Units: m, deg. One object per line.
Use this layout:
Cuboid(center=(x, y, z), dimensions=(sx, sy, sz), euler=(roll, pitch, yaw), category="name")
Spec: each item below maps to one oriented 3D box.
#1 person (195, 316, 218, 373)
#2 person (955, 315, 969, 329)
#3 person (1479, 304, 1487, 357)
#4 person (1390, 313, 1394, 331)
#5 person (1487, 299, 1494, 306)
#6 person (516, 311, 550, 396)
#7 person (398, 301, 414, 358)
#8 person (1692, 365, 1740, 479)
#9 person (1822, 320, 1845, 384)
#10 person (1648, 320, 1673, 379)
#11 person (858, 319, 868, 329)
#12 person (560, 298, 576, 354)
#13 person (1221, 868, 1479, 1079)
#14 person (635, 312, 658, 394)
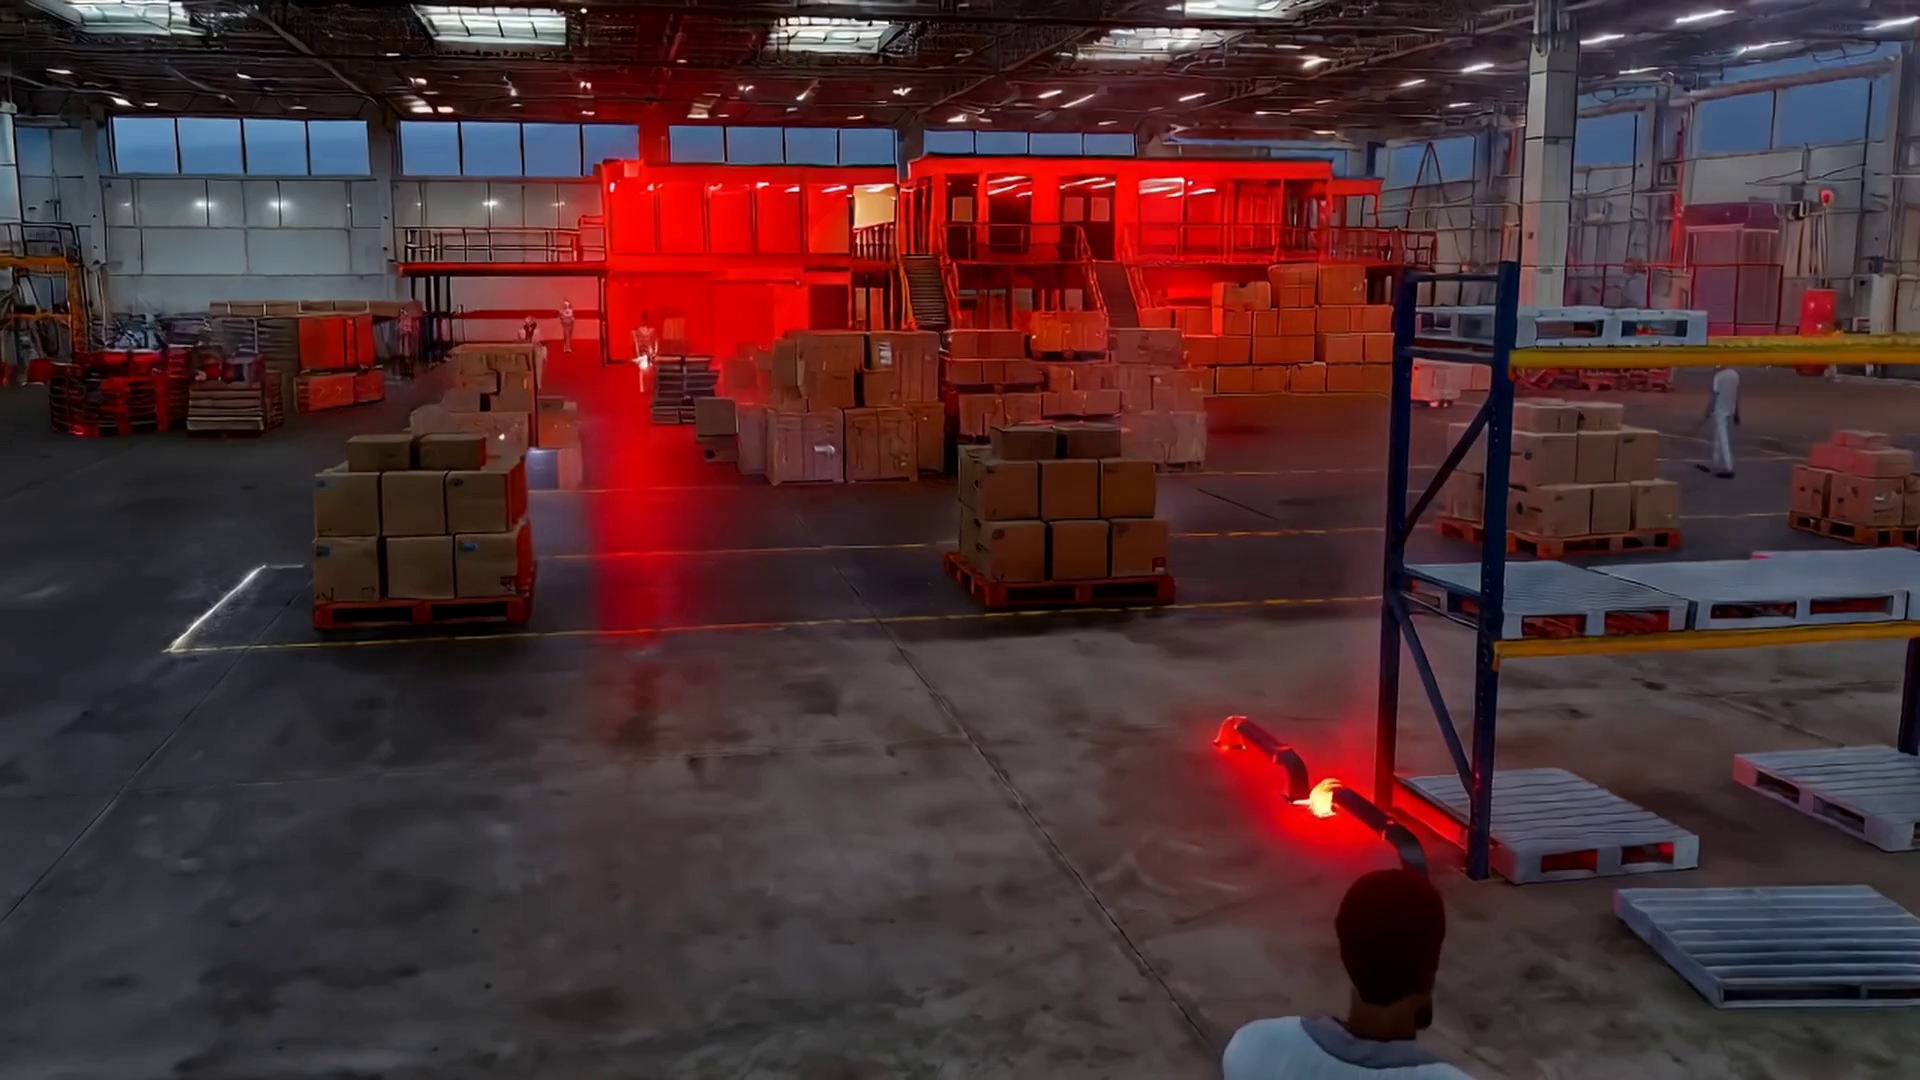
Cuboid(center=(-19.257, -4.839, 42.549), dimensions=(0.531, 1.754, 0.406), euler=(0, 9, 0), category="person")
Cuboid(center=(-0.043, -3.754, 35.166), dimensions=(0.607, 2.017, 0.835), euler=(-8, 12, -41), category="person")
Cuboid(center=(14.327, -5.470, 45.658), dimensions=(0.377, 1.995, 0.608), euler=(0, 9, -3), category="person")
Cuboid(center=(10.993, -4.861, 42.292), dimensions=(1.014, 1.896, 0.551), euler=(-2, 10, -11), category="person")
Cuboid(center=(18.359, -7.392, 57.650), dimensions=(0.605, 1.916, 0.958), euler=(0, 9, 0), category="person")
Cuboid(center=(-9.767, -4.266, 38.179), dimensions=(0.693, 2.000, 0.745), euler=(1, 9, 4), category="person")
Cuboid(center=(-18.389, -6.970, 55.140), dimensions=(0.579, 1.882, 0.342), euler=(9, 13, 43), category="person")
Cuboid(center=(10.788, -1.805, 23.781), dimensions=(0.554, 1.838, 0.859), euler=(-5, 11, -29), category="person")
Cuboid(center=(22.566, -4.839, 42.847), dimensions=(0.541, 1.643, 0.866), euler=(-3, 10, -19), category="person")
Cuboid(center=(18.751, -5.213, 44.448), dimensions=(0.663, 1.875, 0.587), euler=(-7, 11, -36), category="person")
Cuboid(center=(-2.098, -3.749, 35.414), dimensions=(0.439, 1.915, 0.653), euler=(-1, 9, -6), category="person")
Cuboid(center=(-13.650, -7.453, 57.983), dimensions=(0.408, 1.918, 0.623), euler=(7, 12, 37), category="person")
Cuboid(center=(0.745, 1.554, 3.120), dimensions=(0.589, 1.910, 0.396), euler=(7, 12, 36), category="person")
Cuboid(center=(-7.430, -4.424, 39.452), dimensions=(0.547, 1.938, 0.377), euler=(-3, 10, -17), category="person")
